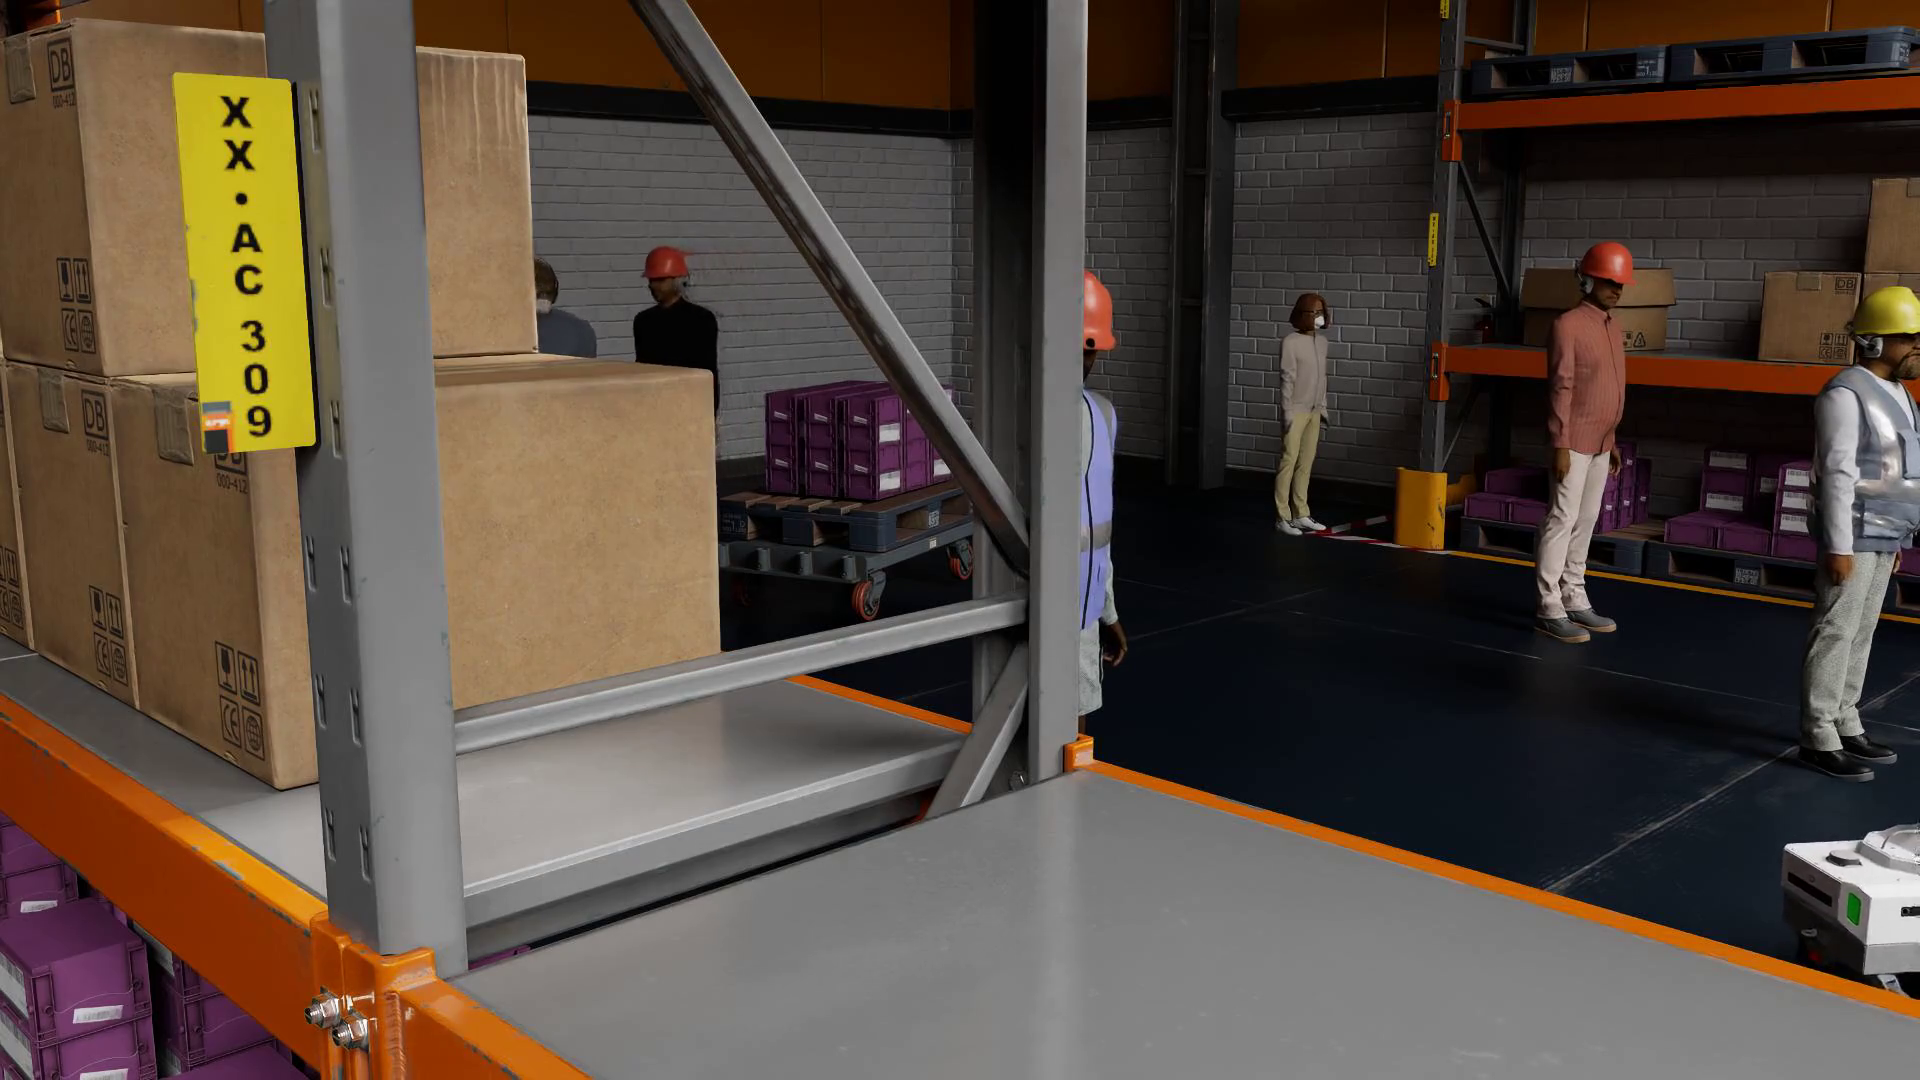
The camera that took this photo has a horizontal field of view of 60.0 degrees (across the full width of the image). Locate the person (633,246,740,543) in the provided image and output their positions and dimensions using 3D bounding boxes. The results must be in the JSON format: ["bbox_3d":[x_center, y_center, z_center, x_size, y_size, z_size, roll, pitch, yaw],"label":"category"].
[{"bbox_3d":[-1.648,-0.769,9.961,0.622,1.965,0.831,5,12,25],"label":"person"}]

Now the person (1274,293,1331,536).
[{"bbox_3d":[2.342,-0.856,11.318,0.498,1.634,0.278,-10,14,-43],"label":"person"}]

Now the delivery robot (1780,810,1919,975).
[{"bbox_3d":[2.530,0.920,4.329,0.707,0.478,0.477,-1,10,-7],"label":"delivery robot"}]

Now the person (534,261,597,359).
[{"bbox_3d":[-2.167,-0.492,8.672,0.619,1.884,0.978,-4,11,-23],"label":"person"}]

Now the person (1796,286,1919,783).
[{"bbox_3d":[3.408,-0.026,6.250,0.586,1.835,0.403,-10,14,-43],"label":"person"}]

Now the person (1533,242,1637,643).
[{"bbox_3d":[3.149,-0.489,8.358,0.609,1.986,0.391,-10,14,-43],"label":"person"}]

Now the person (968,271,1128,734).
[{"bbox_3d":[0.276,0.205,4.732,0.542,1.928,0.374,-10,14,-43],"label":"person"}]
